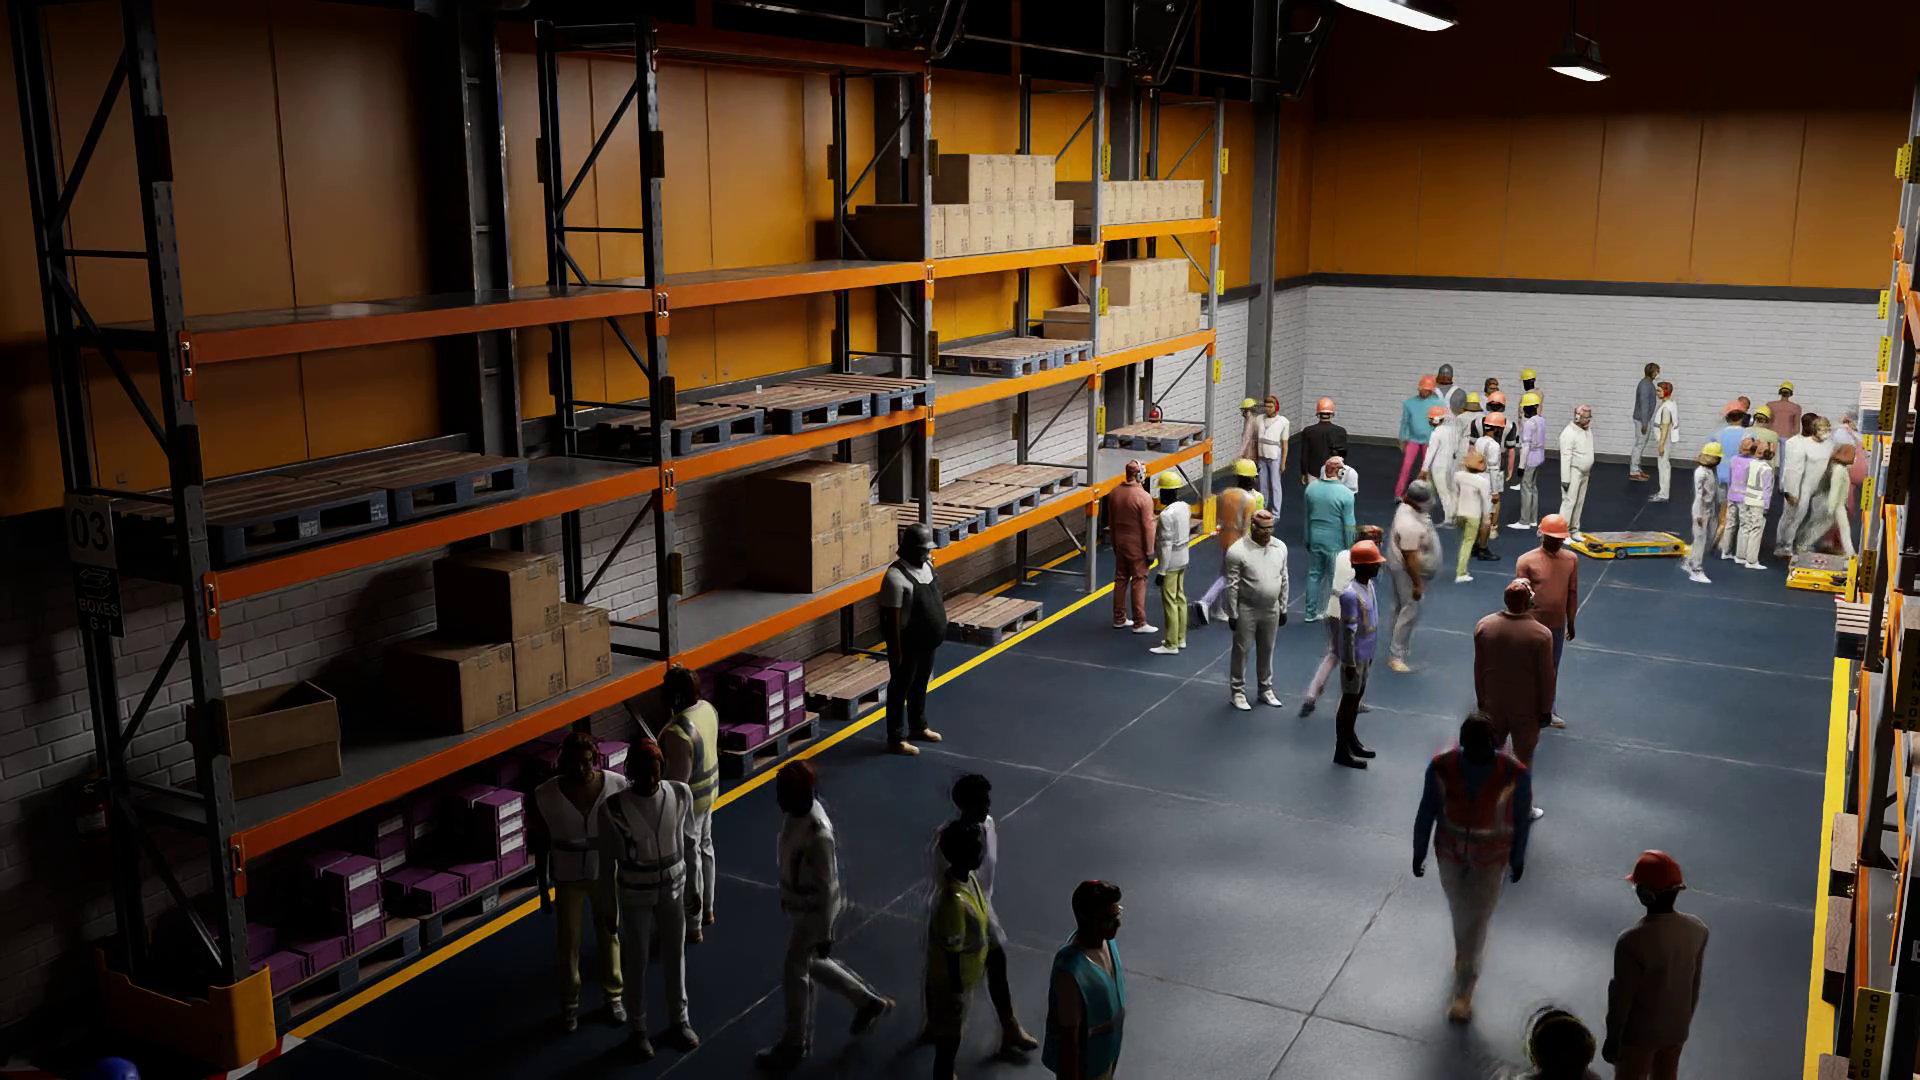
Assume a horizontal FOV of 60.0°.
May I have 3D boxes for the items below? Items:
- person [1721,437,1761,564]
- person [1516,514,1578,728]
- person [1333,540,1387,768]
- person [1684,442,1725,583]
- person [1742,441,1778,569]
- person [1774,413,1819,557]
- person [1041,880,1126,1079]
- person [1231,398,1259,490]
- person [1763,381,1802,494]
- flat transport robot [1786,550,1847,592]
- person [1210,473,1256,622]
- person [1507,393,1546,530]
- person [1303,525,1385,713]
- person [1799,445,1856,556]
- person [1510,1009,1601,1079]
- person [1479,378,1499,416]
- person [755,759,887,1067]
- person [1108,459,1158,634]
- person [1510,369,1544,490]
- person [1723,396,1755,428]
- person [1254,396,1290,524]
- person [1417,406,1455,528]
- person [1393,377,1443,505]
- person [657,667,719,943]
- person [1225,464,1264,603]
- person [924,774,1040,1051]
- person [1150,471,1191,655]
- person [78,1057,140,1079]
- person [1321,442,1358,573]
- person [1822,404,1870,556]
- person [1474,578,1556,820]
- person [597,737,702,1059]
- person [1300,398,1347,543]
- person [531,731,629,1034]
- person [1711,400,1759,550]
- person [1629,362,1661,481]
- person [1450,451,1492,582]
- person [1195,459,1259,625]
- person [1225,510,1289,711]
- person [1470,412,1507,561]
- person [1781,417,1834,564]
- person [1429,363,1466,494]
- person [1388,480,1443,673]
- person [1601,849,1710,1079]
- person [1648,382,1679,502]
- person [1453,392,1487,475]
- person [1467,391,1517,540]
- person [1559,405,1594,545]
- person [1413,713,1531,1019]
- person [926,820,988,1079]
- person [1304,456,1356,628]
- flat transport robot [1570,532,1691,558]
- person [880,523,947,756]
[{"bbox_3d":[10.012,-0.503,21.292,0.316,1.632,0.528,-4,13,-18],"label":"person"},{"bbox_3d":[5.270,0.731,14.966,0.615,1.987,0.407,-3,13,-13],"label":"person"},{"bbox_3d":[3.385,0.951,14.077,0.352,1.939,0.552,7,14,28],"label":"person"},{"bbox_3d":[9.120,-0.342,20.344,0.487,1.737,0.354,-12,17,-43],"label":"person"},{"bbox_3d":[10.086,-0.441,21.013,0.318,1.631,0.524,1,13,2],"label":"person"},{"bbox_3d":[10.893,-0.714,21.603,0.585,1.912,0.383,-6,14,-26],"label":"person"},{"bbox_3d":[0.577,2.428,7.676,0.378,1.844,0.569,5,13,20],"label":"person"},{"bbox_3d":[4.179,-1.187,24.108,0.527,1.723,0.552,2,13,9],"label":"person"},{"bbox_3d":[12.784,-1.598,25.918,0.535,1.753,0.341,6,14,24],"label":"person"},{"bbox_3d":[10.562,0.372,20.440,0.652,0.197,1.431,7,14,28],"label":"flat transport robot"},{"bbox_3d":[3.134,0.064,18.315,0.921,1.816,0.543,12,17,43],"label":"person"},{"bbox_3d":[7.987,-1.105,23.358,0.399,1.913,0.591,10,16,38],"label":"person"},{"bbox_3d":[3.541,0.751,15.313,0.703,1.802,0.600,-7,14,-28],"label":"person"},{"bbox_3d":[11.152,-0.428,21.118,0.875,1.596,0.509,6,14,27],"label":"person"},{"bbox_3d":[2.326,2.678,6.619,0.603,1.831,0.785,-8,15,-30],"label":"person"},{"bbox_3d":[8.127,-1.591,25.687,0.506,1.842,0.346,-6,14,-24],"label":"person"},{"bbox_3d":[-0.784,2.061,9.300,0.681,1.856,0.638,-4,13,-16],"label":"person"},{"bbox_3d":[1.903,0.066,18.118,0.408,1.909,0.638,-10,16,-37],"label":"person"},{"bbox_3d":[8.917,-1.732,26.144,0.382,1.917,0.585,12,17,43],"label":"person"},{"bbox_3d":[11.707,-1.339,25.007,0.514,1.642,0.311,6,14,26],"label":"person"},{"bbox_3d":[4.438,-1.147,23.716,0.394,1.836,0.560,-11,17,-40],"label":"person"},{"bbox_3d":[6.623,-1.031,23.446,0.860,1.708,0.577,6,14,24],"label":"person"},{"bbox_3d":[6.884,-1.468,24.918,0.657,1.935,0.821,5,13,20],"label":"person"},{"bbox_3d":[-1.798,1.716,10.870,0.429,1.846,0.625,2,13,10],"label":"person"},{"bbox_3d":[3.281,-0.057,19.166,0.319,1.686,0.538,-10,16,-38],"label":"person"},{"bbox_3d":[0.106,2.131,9.401,0.793,1.662,0.538,11,16,40],"label":"person"},{"bbox_3d":[2.180,0.237,17.307,0.382,1.924,0.594,7,14,29],"label":"person"},{"bbox_3d":[-2.956,2.775,5.935,0.621,1.928,0.768,-8,15,-32],"label":"person"},{"bbox_3d":[4.655,-0.374,20.561,0.321,1.696,0.537,-12,17,-43],"label":"person"},{"bbox_3d":[11.613,-0.814,21.753,0.764,2.000,0.597,-12,17,-42],"label":"person"},{"bbox_3d":[4.300,1.230,12.897,0.643,1.913,0.410,11,17,41],"label":"person"},{"bbox_3d":[-1.756,2.017,9.453,0.584,1.879,0.363,-8,15,-32],"label":"person"},{"bbox_3d":[4.859,-0.906,22.265,0.613,1.997,0.374,2,13,7],"label":"person"},{"bbox_3d":[-2.194,1.976,9.739,0.565,1.836,0.392,-5,13,-21],"label":"person"},{"bbox_3d":[10.099,-0.817,21.849,0.713,2.009,0.647,-12,17,-43],"label":"person"},{"bbox_3d":[11.111,-1.927,27.002,0.367,1.932,0.623,5,14,23],"label":"person"},{"bbox_3d":[6.271,-0.286,20.331,0.479,1.613,0.526,-7,15,-30],"label":"person"},{"bbox_3d":[2.982,0.051,18.196,0.751,1.902,0.600,-6,14,-26],"label":"person"},{"bbox_3d":[2.784,0.648,15.531,0.645,1.900,0.399,-5,13,-20],"label":"person"},{"bbox_3d":[6.829,-0.695,21.490,0.389,1.925,0.550,-1,13,-6],"label":"person"},{"bbox_3d":[10.825,-0.614,21.168,0.640,1.919,0.513,-5,14,-23],"label":"person"},{"bbox_3d":[7.489,-1.729,25.852,0.682,2.000,0.536,3,13,13],"label":"person"},{"bbox_3d":[4.605,0.286,16.828,0.534,2.000,0.808,3,13,13],"label":"person"},{"bbox_3d":[3.380,2.365,8.194,0.568,1.743,0.353,-6,14,-25],"label":"person"},{"bbox_3d":[10.706,-1.488,25.241,0.386,1.837,0.561,6,14,25],"label":"person"},{"bbox_3d":[7.591,-1.334,24.782,0.487,1.733,0.327,1,13,6],"label":"person"},{"bbox_3d":[7.231,-1.016,22.685,0.613,2.033,0.410,4,13,16],"label":"person"},{"bbox_3d":[8.294,-0.876,22.366,0.653,1.897,0.403,-12,17,-43],"label":"person"},{"bbox_3d":[3.108,1.903,10.153,0.643,1.796,0.958,7,14,28],"label":"person"},{"bbox_3d":[-0.012,2.270,8.719,0.322,1.696,0.536,1,13,5],"label":"person"},{"bbox_3d":[4.088,0.018,18.360,0.399,1.899,0.650,-11,16,-40],"label":"person"},{"bbox_3d":[8.861,0.056,21.854,1.431,0.197,0.652,-1,13,-4],"label":"flat transport robot"},{"bbox_3d":[-0.373,0.831,14.389,0.536,2.000,0.684,7,14,29],"label":"person"}]
